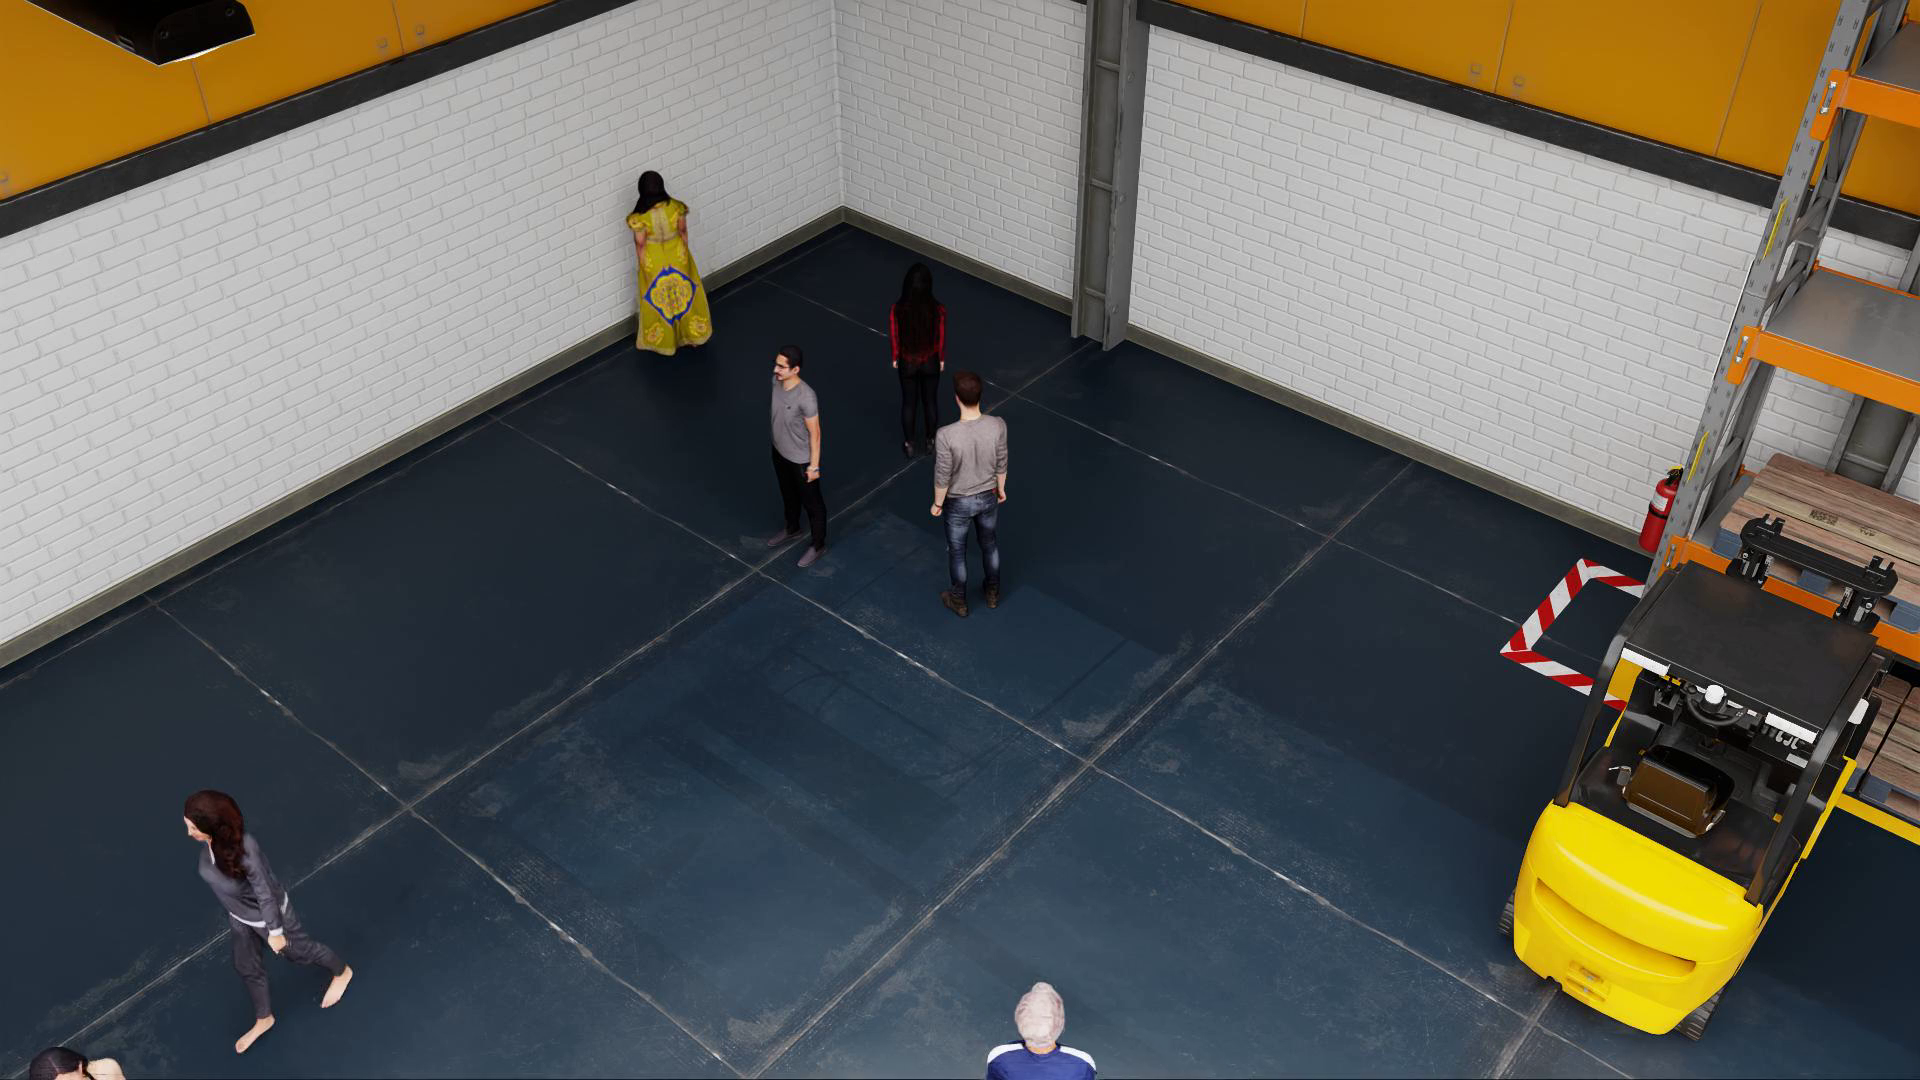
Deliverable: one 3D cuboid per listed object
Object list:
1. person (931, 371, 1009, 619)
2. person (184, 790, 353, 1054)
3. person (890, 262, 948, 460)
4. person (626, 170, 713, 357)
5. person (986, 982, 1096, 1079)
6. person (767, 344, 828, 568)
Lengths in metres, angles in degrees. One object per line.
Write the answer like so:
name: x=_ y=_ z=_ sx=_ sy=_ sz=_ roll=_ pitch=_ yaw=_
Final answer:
person: x=0.078 y=-0.288 z=11.159 sx=0.779 sy=1.901 sz=0.766 roll=-14 pitch=41 yaw=-16
person: x=-3.561 y=1.868 z=8.586 sx=0.898 sy=1.744 sz=0.793 roll=17 pitch=42 yaw=20
person: x=-0.306 y=-1.346 z=12.684 sx=0.649 sy=1.653 sz=0.708 roll=-3 pitch=39 yaw=-4
person: x=-2.468 y=-2.314 z=13.890 sx=0.971 sy=1.660 sz=0.944 roll=-19 pitch=42 yaw=-22
person: x=0.350 y=2.727 z=7.455 sx=0.884 sy=1.813 sz=0.936 roll=-1 pitch=39 yaw=-2
person: x=-1.144 y=-0.628 z=11.703 sx=0.709 sy=1.754 sz=0.527 roll=-30 pitch=48 yaw=-32
